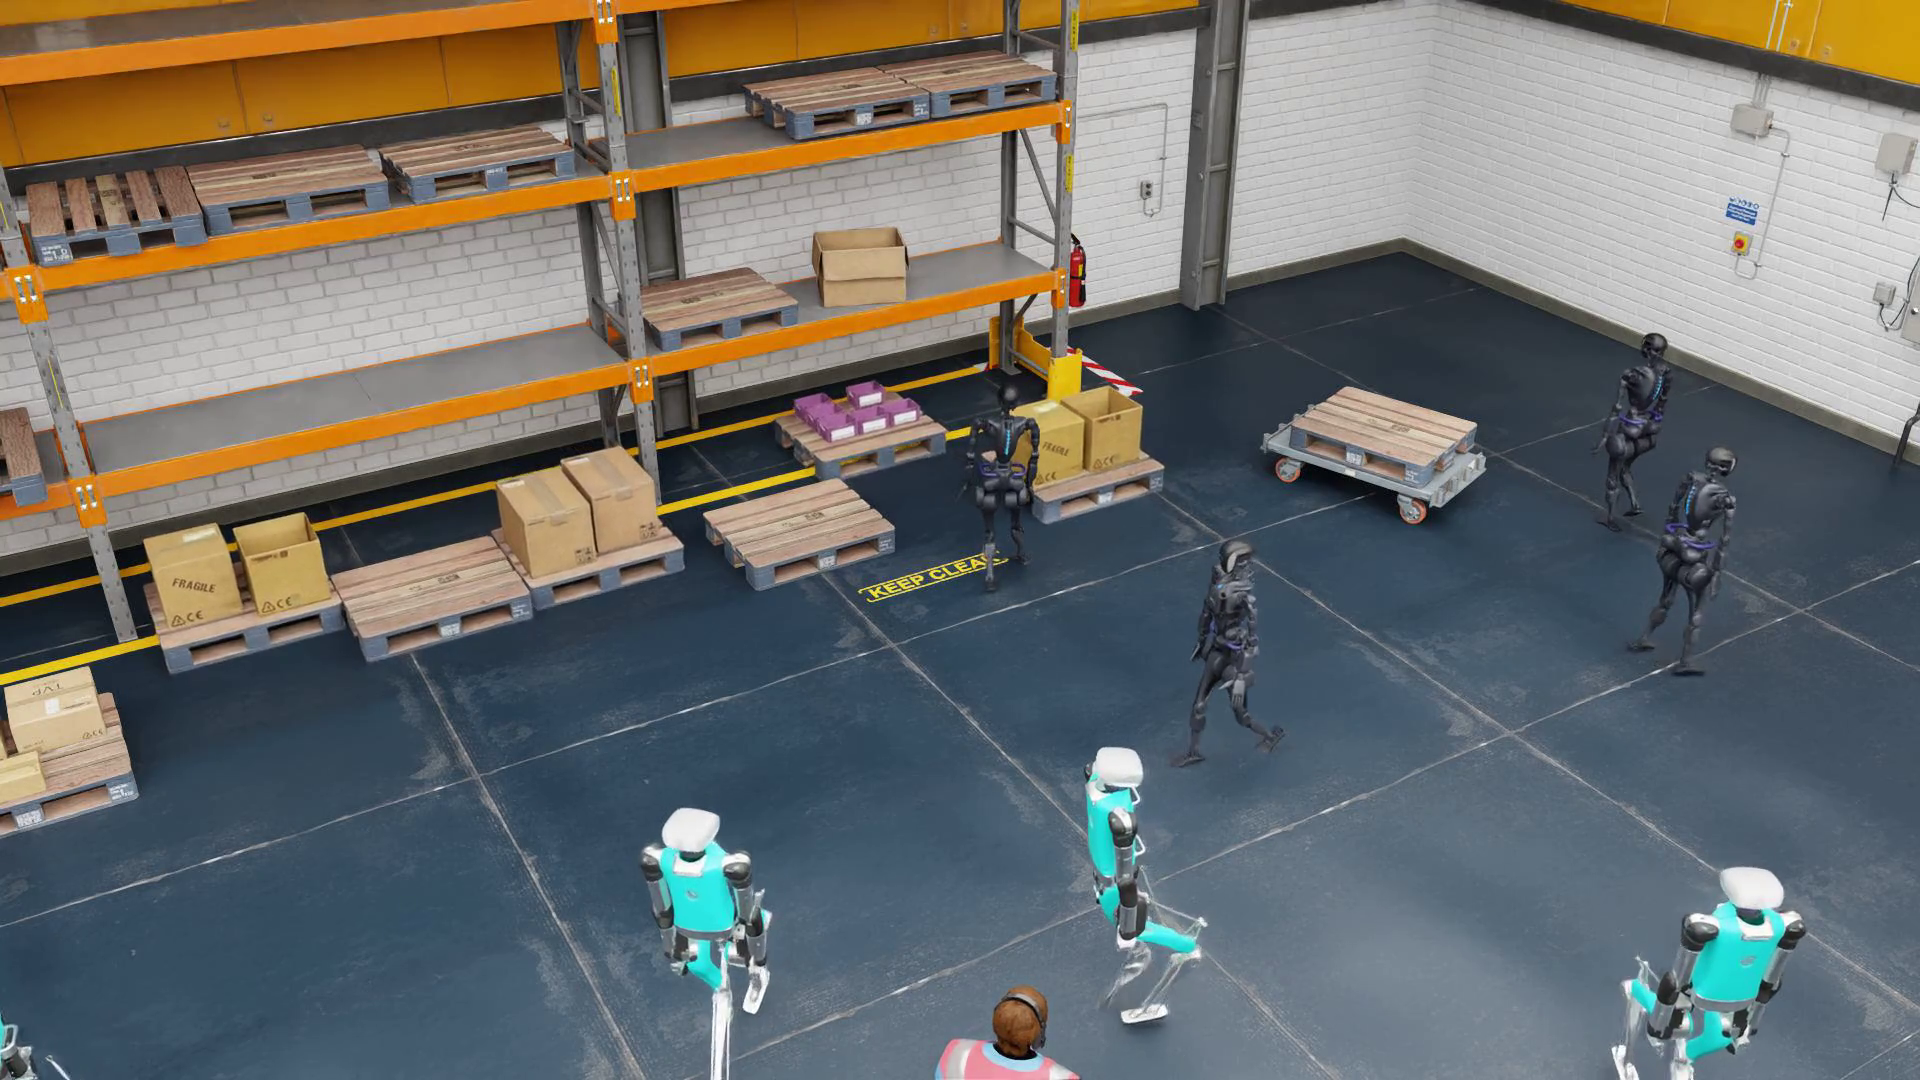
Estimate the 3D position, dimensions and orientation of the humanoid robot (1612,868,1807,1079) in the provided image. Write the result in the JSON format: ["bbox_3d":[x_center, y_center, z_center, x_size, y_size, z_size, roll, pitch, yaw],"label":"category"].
[{"bbox_3d":[3.397,2.115,7.801,0.542,1.774,1.040,-2,30,-3],"label":"humanoid robot"}]

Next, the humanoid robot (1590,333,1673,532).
[{"bbox_3d":[5.256,-0.842,13.036,0.613,1.651,0.355,-13,32,-21],"label":"humanoid robot"}]

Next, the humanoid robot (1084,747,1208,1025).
[{"bbox_3d":[0.957,1.790,8.336,0.770,1.812,0.539,-6,30,-11],"label":"humanoid robot"}]

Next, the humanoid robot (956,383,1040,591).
[{"bbox_3d":[0.266,-0.440,12.341,0.616,1.650,0.551,-4,30,-7],"label":"humanoid robot"}]

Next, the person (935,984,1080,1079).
[{"bbox_3d":[0.214,2.564,6.853,0.629,1.836,0.431,10,31,17],"label":"person"}]

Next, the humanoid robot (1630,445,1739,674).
[{"bbox_3d":[4.981,0.109,11.366,0.383,1.639,0.639,-9,31,-16],"label":"humanoid robot"}]

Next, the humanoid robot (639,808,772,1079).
[{"bbox_3d":[-1.155,1.879,8.225,0.542,1.765,1.051,4,30,8],"label":"humanoid robot"}]

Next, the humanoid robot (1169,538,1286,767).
[{"bbox_3d":[1.719,0.708,10.352,0.772,1.651,0.600,-12,31,-20],"label":"humanoid robot"}]

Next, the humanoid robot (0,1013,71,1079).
[{"bbox_3d":[-3.949,2.395,7.289,1.039,1.764,0.549,-10,31,-18],"label":"humanoid robot"}]
